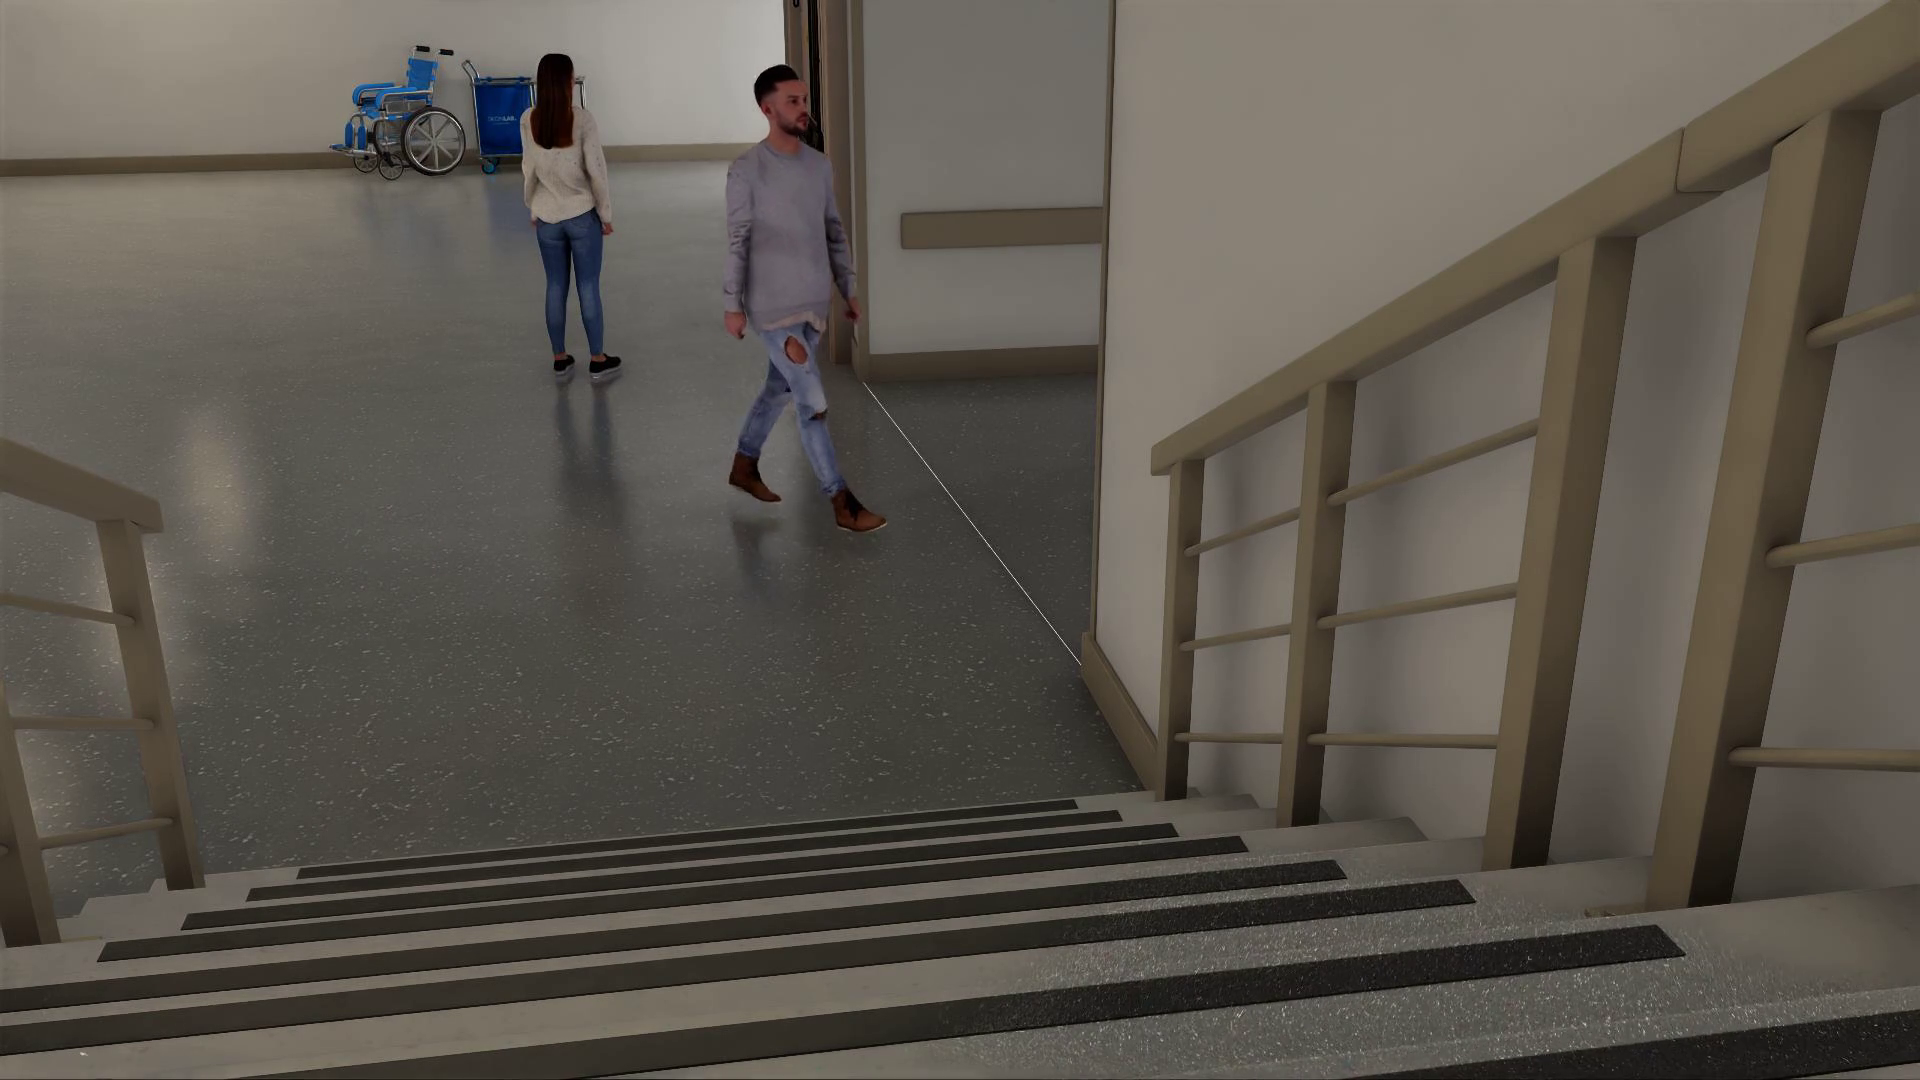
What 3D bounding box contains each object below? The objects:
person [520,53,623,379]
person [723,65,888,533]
[{"bbox_3d":[-2.082,-1.717,8.850,0.695,1.692,0.671,4,21,11],"label":"person"},{"bbox_3d":[-0.739,-0.935,6.648,1.262,1.791,1.157,16,26,37],"label":"person"}]
